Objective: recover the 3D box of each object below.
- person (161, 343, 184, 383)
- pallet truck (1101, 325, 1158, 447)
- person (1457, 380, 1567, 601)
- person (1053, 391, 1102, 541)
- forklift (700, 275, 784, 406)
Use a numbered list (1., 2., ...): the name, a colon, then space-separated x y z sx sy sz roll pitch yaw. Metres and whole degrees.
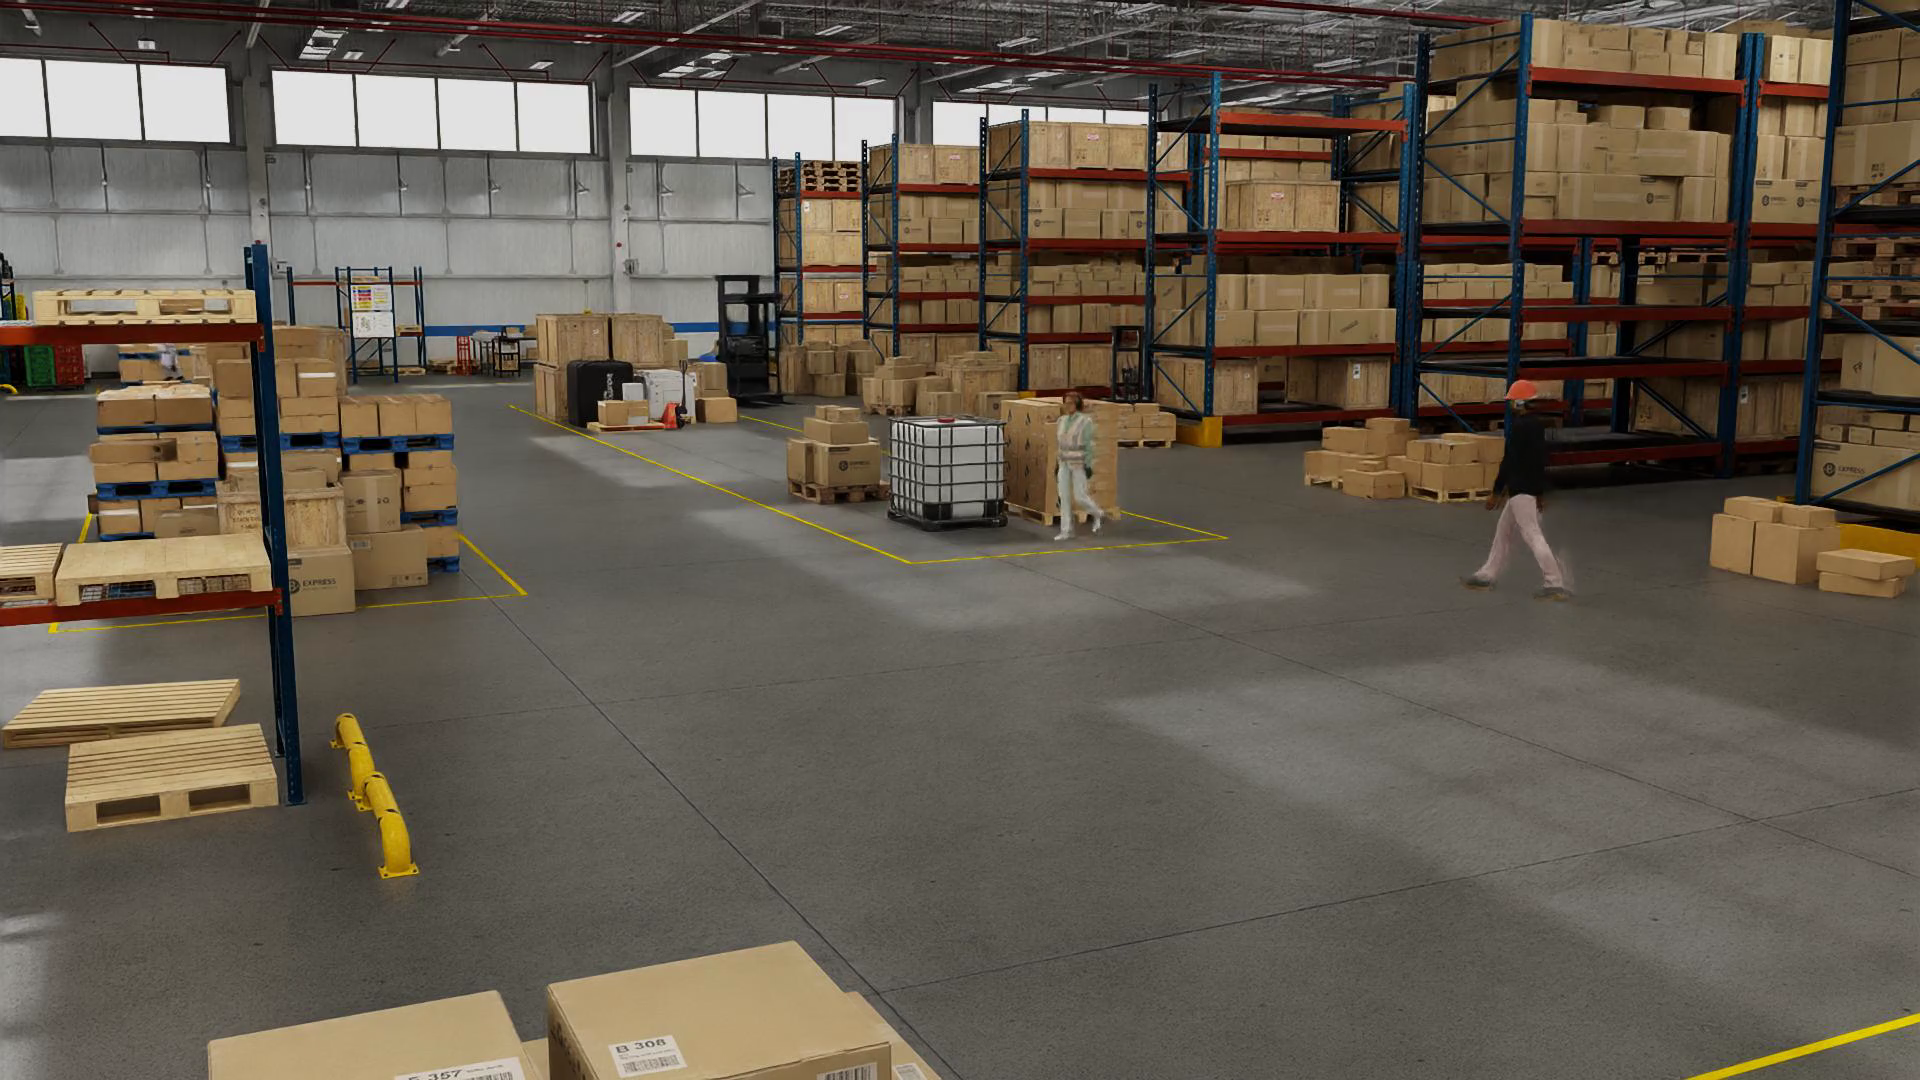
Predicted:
1. person: -16.831 -3.820 35.752 0.575 1.916 0.735 9 13 43
2. pallet truck: 2.881 -2.596 27.923 0.823 1.965 1.885 -1 9 -7
3. person: 4.978 -0.445 14.771 1.016 1.947 0.621 6 11 32
4. person: 1.261 -0.804 17.965 0.558 1.624 0.520 -9 13 -43
5. forklift: -4.824 -4.371 36.203 1.129 2.768 1.873 -7 11 -36
